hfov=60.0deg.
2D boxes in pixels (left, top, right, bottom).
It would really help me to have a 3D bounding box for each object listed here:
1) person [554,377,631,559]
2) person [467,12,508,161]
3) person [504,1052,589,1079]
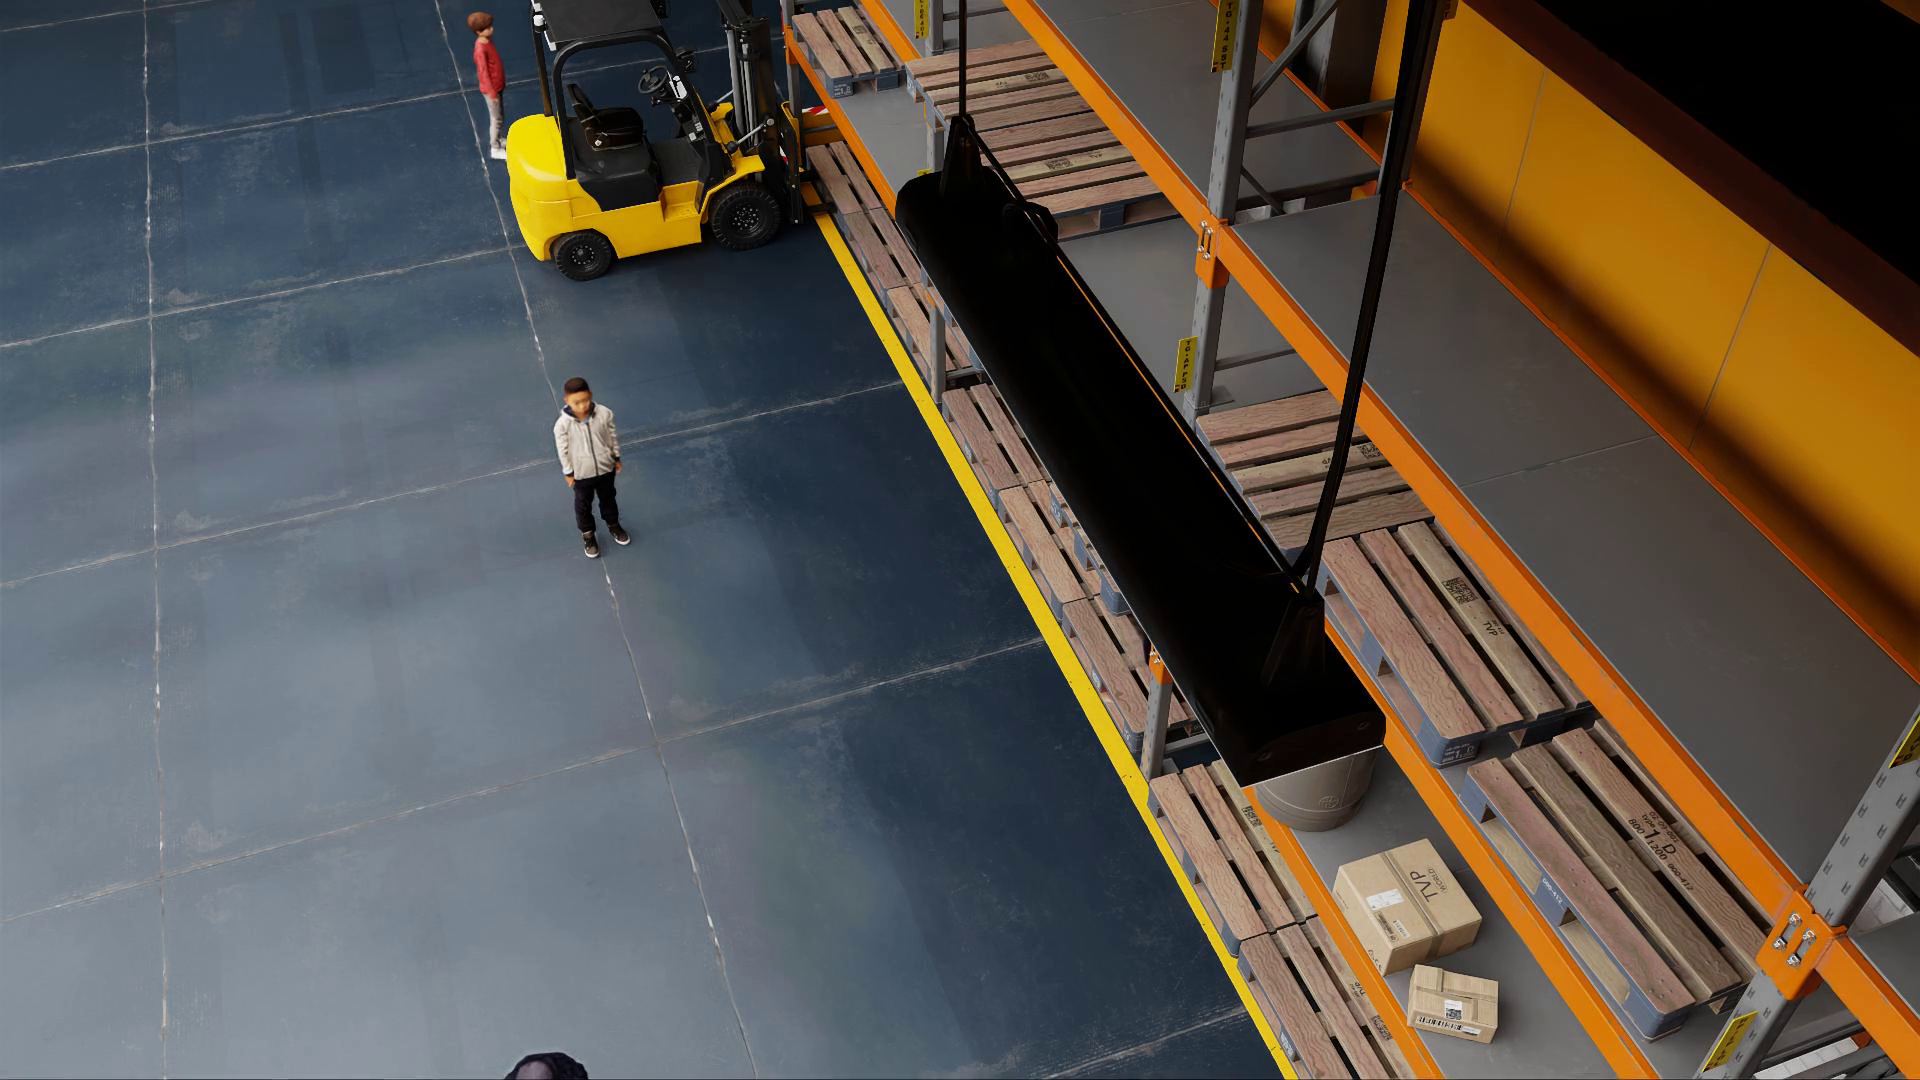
[{"bbox_3d":[-2.560,-0.534,11.524,0.612,1.454,0.564,-23,48,-22],"label":"person"},{"bbox_3d":[-4.361,-4.226,15.430,0.624,1.412,0.501,-2,44,-2],"label":"person"},{"bbox_3d":[-1.857,2.886,7.774,0.652,1.674,0.617,-15,46,-15],"label":"person"}]
